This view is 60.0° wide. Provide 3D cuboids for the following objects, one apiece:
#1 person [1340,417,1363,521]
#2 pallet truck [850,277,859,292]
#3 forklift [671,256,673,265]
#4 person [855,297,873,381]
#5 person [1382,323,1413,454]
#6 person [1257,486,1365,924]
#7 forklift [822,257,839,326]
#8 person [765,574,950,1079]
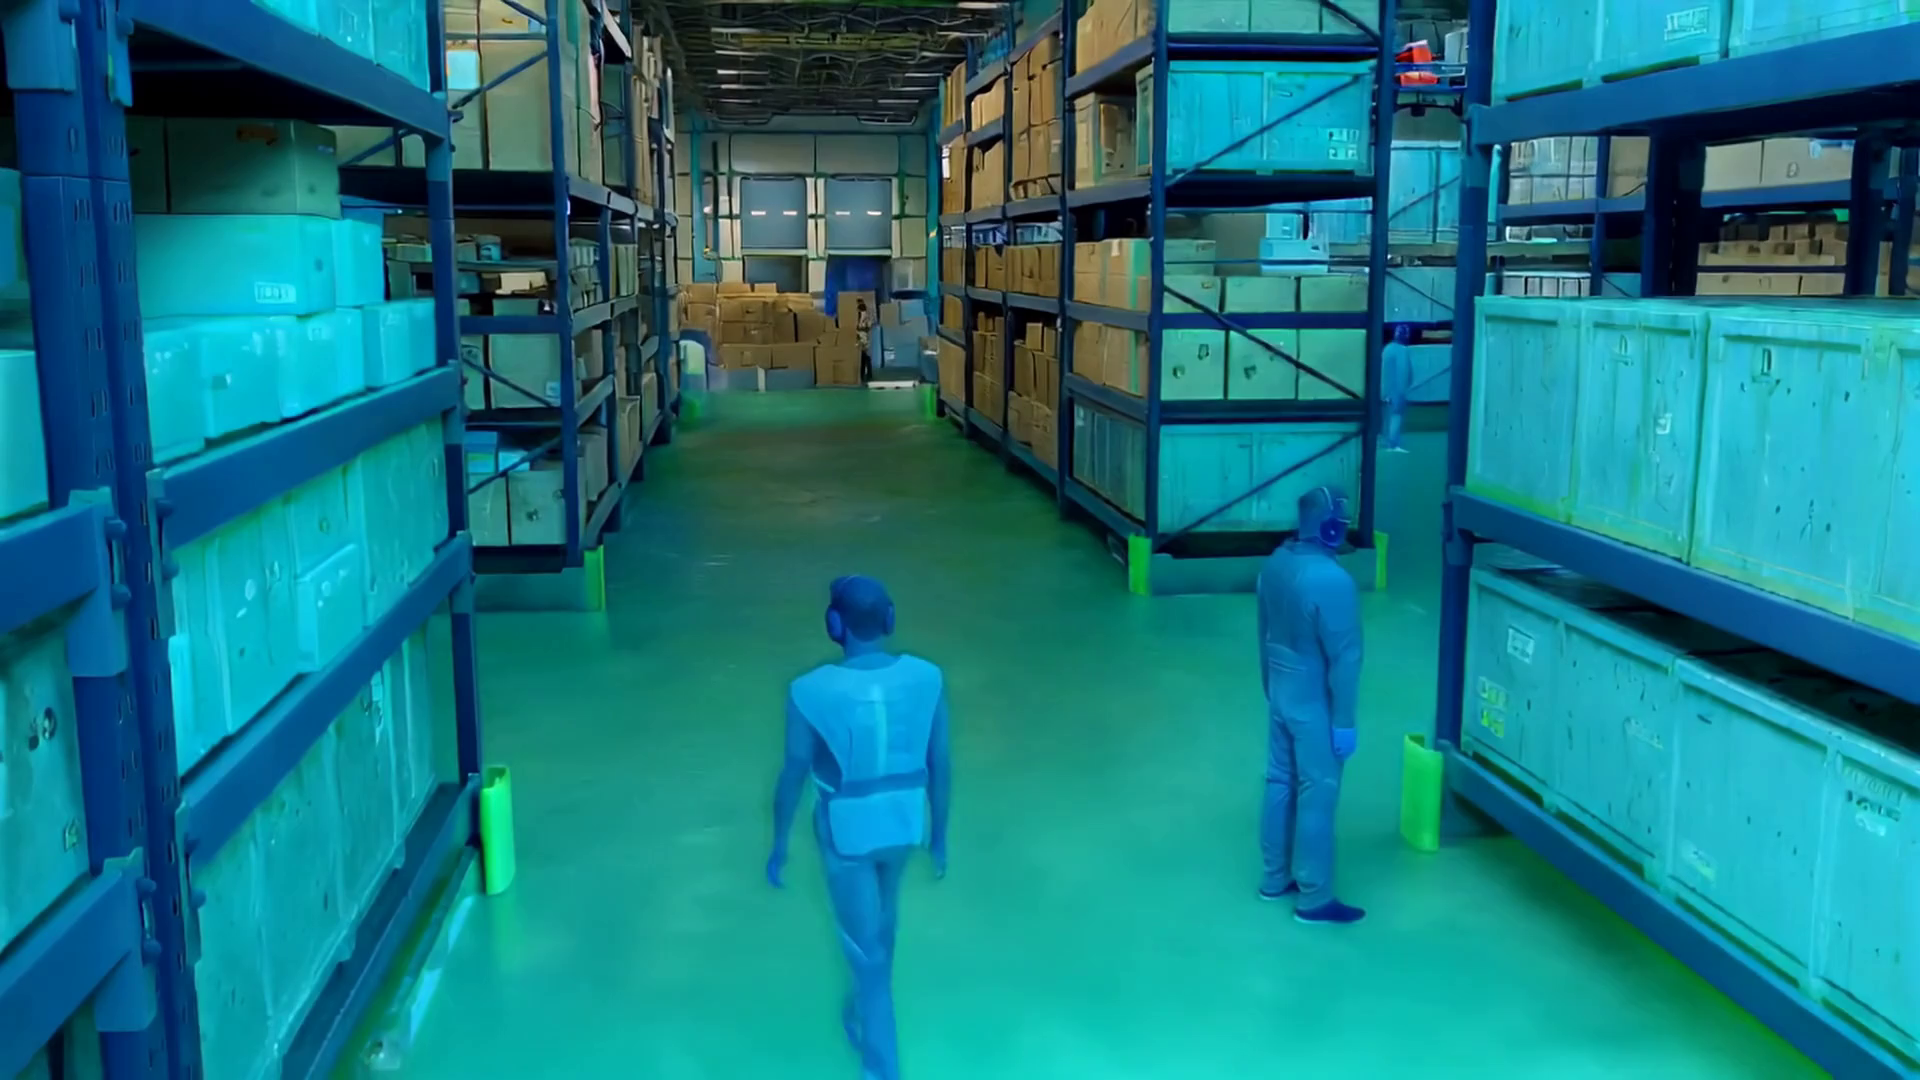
[{"bbox_3d":[4.269,-1.050,18.139,0.319,1.690,0.530,-8,12,-38],"label":"person"},{"bbox_3d":[-3.782,-9.391,65.808,1.885,1.965,0.823,2,10,10],"label":"pallet truck"},{"bbox_3d":[-10.985,-9.066,61.343,1.129,2.768,1.873,-1,10,-7],"label":"forklift"},{"bbox_3d":[-2.230,-4.594,38.059,0.378,1.932,0.551,-7,12,-34],"label":"person"},{"bbox_3d":[6.417,-2.218,24.313,0.402,1.906,0.652,0,10,-2],"label":"person"},{"bbox_3d":[1.559,0.708,7.279,0.401,1.906,0.649,-3,10,-19],"label":"person"},{"bbox_3d":[-3.645,-6.721,47.695,1.873,2.768,1.129,1,10,8],"label":"forklift"},{"bbox_3d":[-0.383,1.012,5.757,0.592,1.809,0.831,-6,11,-30],"label":"person"}]
